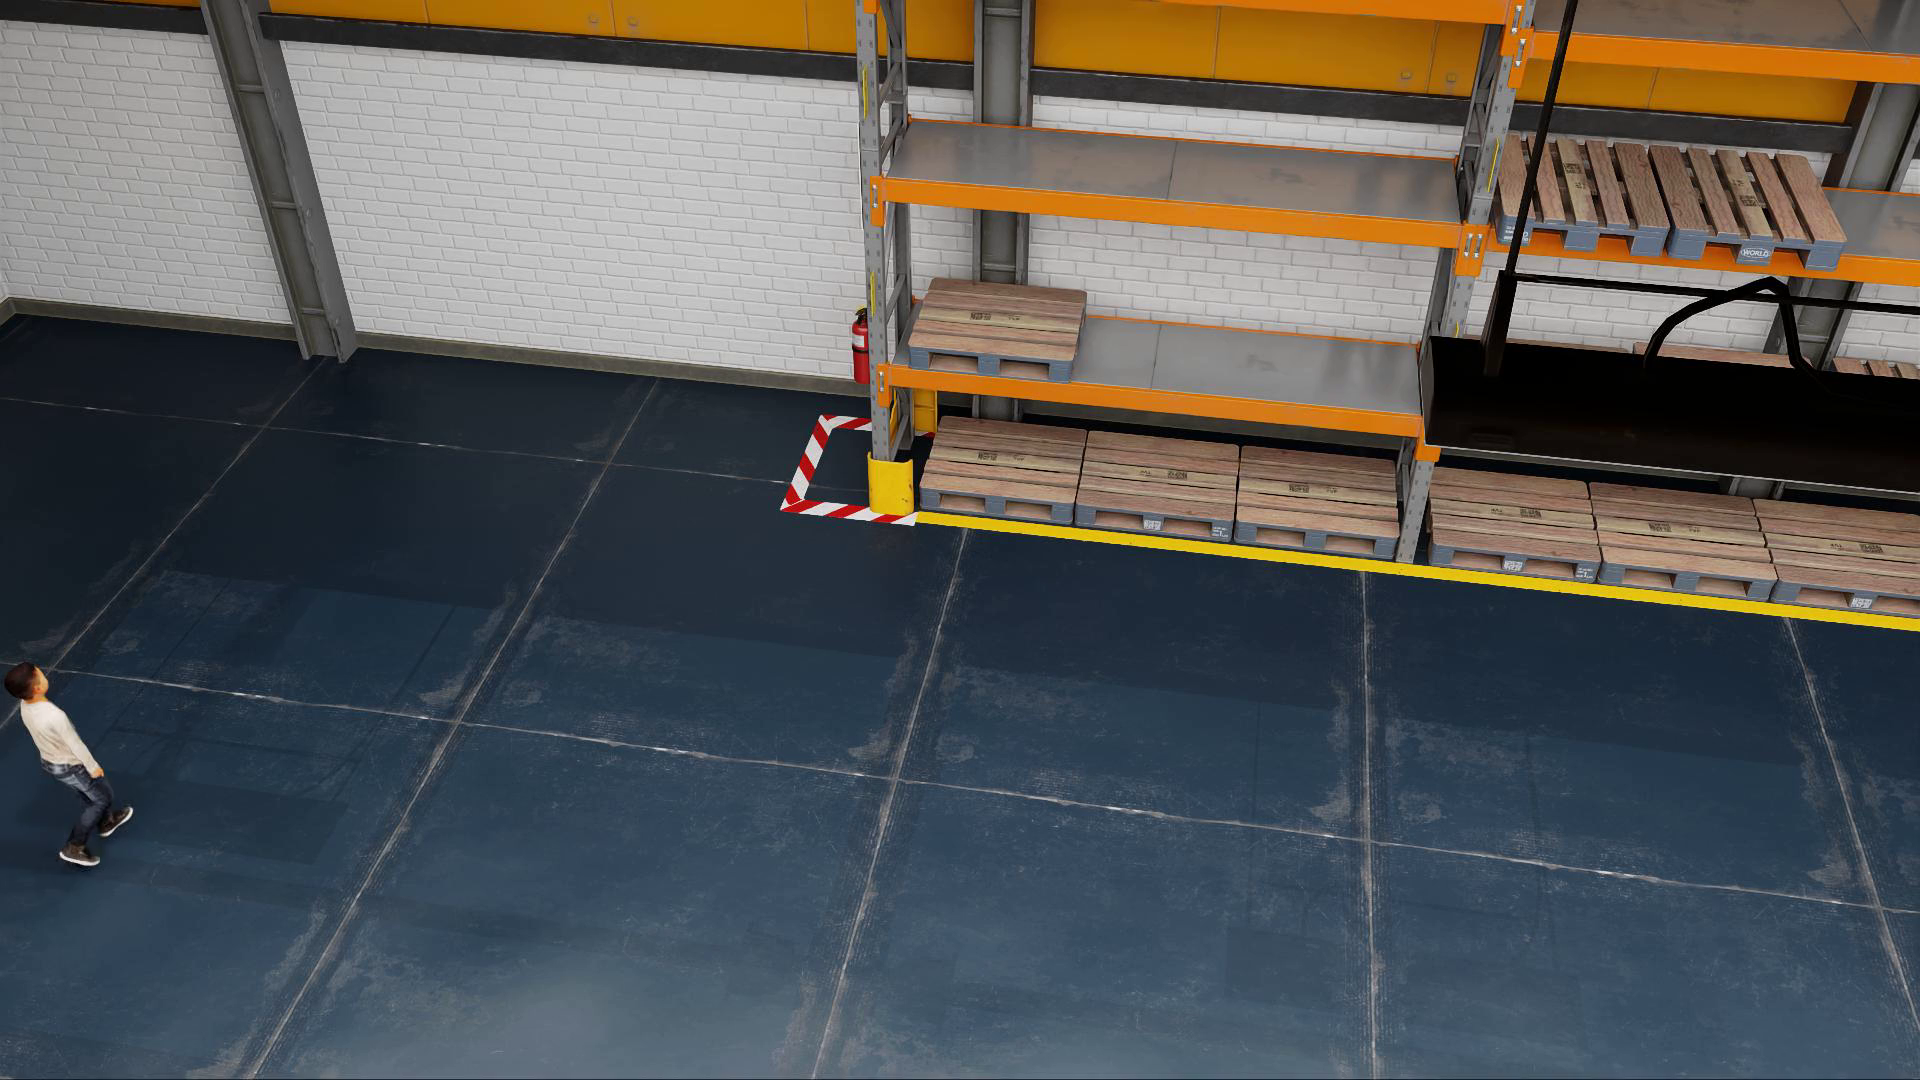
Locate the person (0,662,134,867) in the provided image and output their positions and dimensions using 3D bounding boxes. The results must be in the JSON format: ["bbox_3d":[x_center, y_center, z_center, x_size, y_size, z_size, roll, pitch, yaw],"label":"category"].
[{"bbox_3d":[-5.309,1.339,9.836,0.812,1.456,0.799,20,43,23],"label":"person"}]
